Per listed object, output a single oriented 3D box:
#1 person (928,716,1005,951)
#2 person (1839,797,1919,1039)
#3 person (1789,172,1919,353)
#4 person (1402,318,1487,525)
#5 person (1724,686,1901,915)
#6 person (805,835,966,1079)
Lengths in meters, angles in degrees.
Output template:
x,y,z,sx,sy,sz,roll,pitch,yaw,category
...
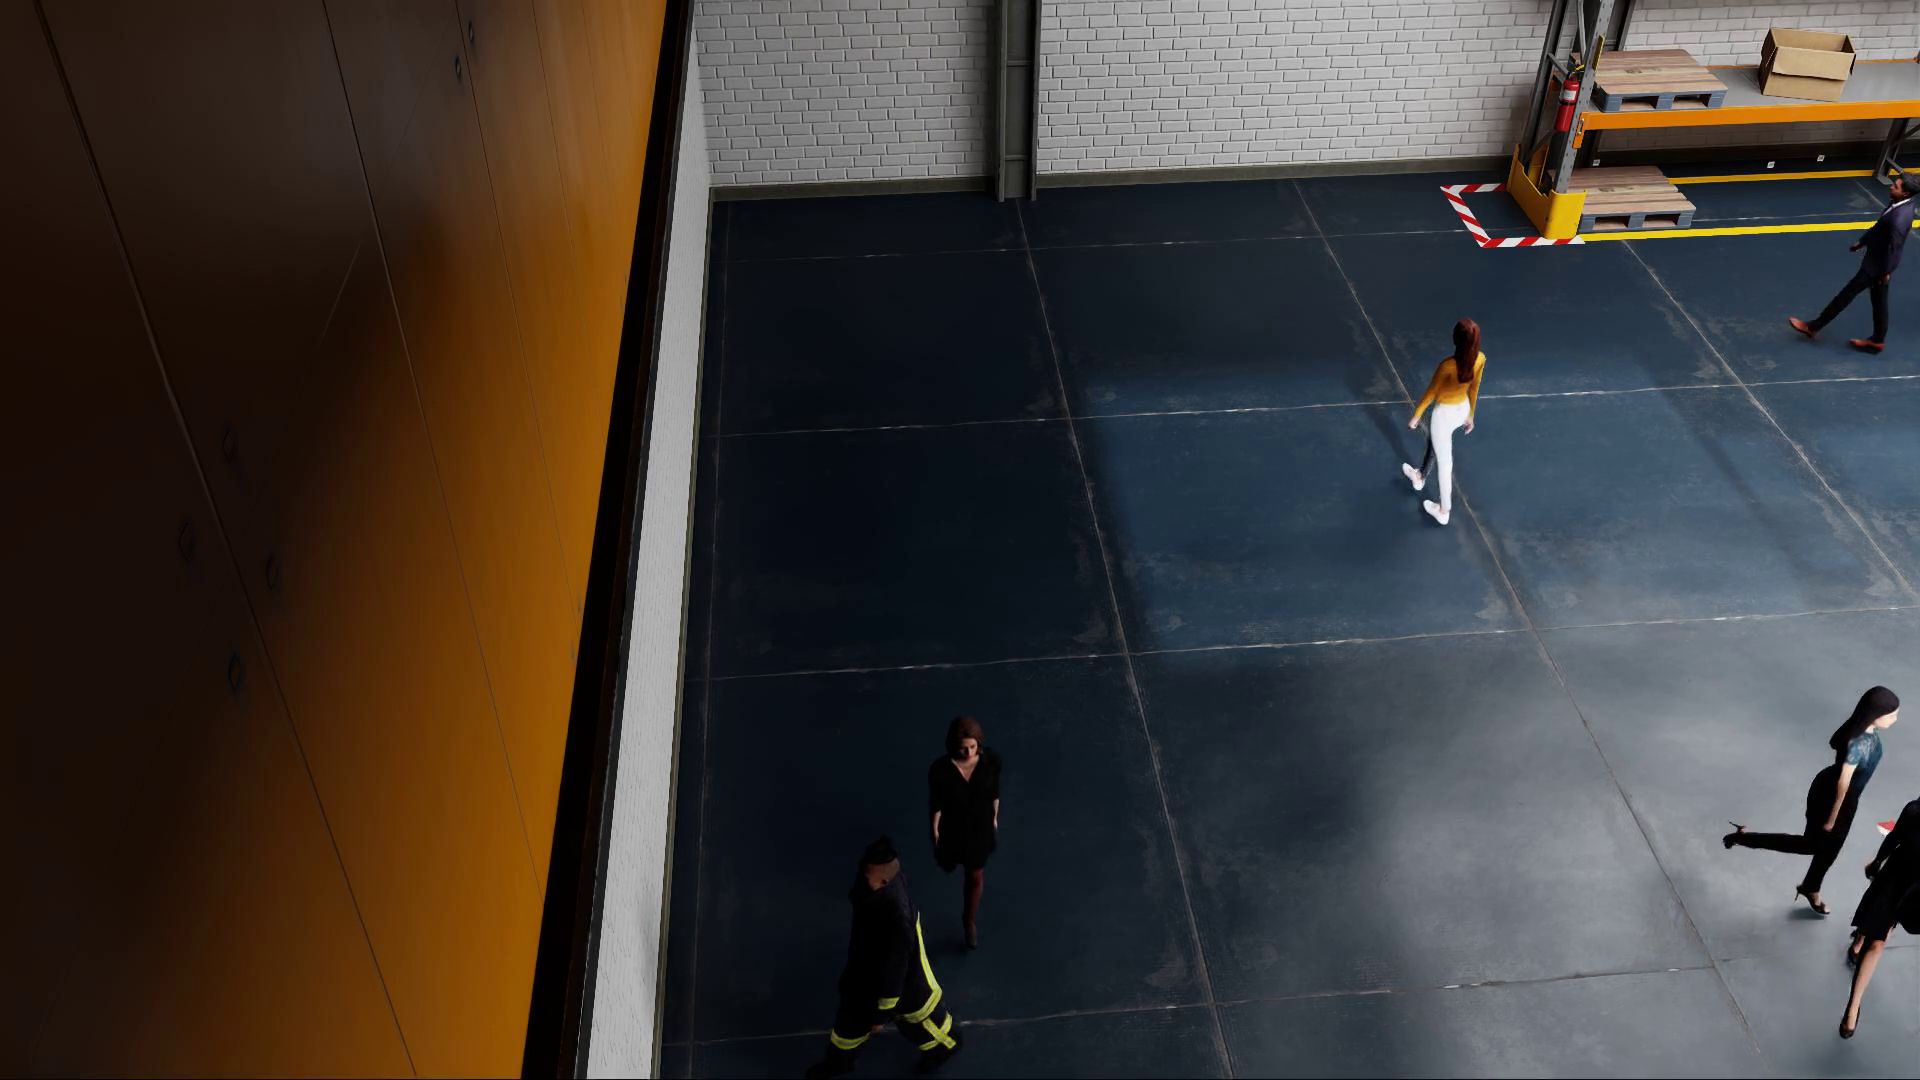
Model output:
x,y,z,sx,sy,sz,roll,pitch,yaw,category
0.004,1.598,9.624,0.913,1.683,0.727,-8,39,-10,person
5.276,1.888,9.244,1.133,1.704,1.079,20,43,24,person
8.194,-2.409,14.637,1.153,1.688,1.016,20,43,23,person
3.775,-0.859,12.665,0.943,1.728,0.869,-20,43,-23,person
5.025,1.493,9.729,1.003,1.716,0.910,23,44,26,person
-0.291,2.228,8.722,1.240,1.824,1.004,-15,41,-18,person
